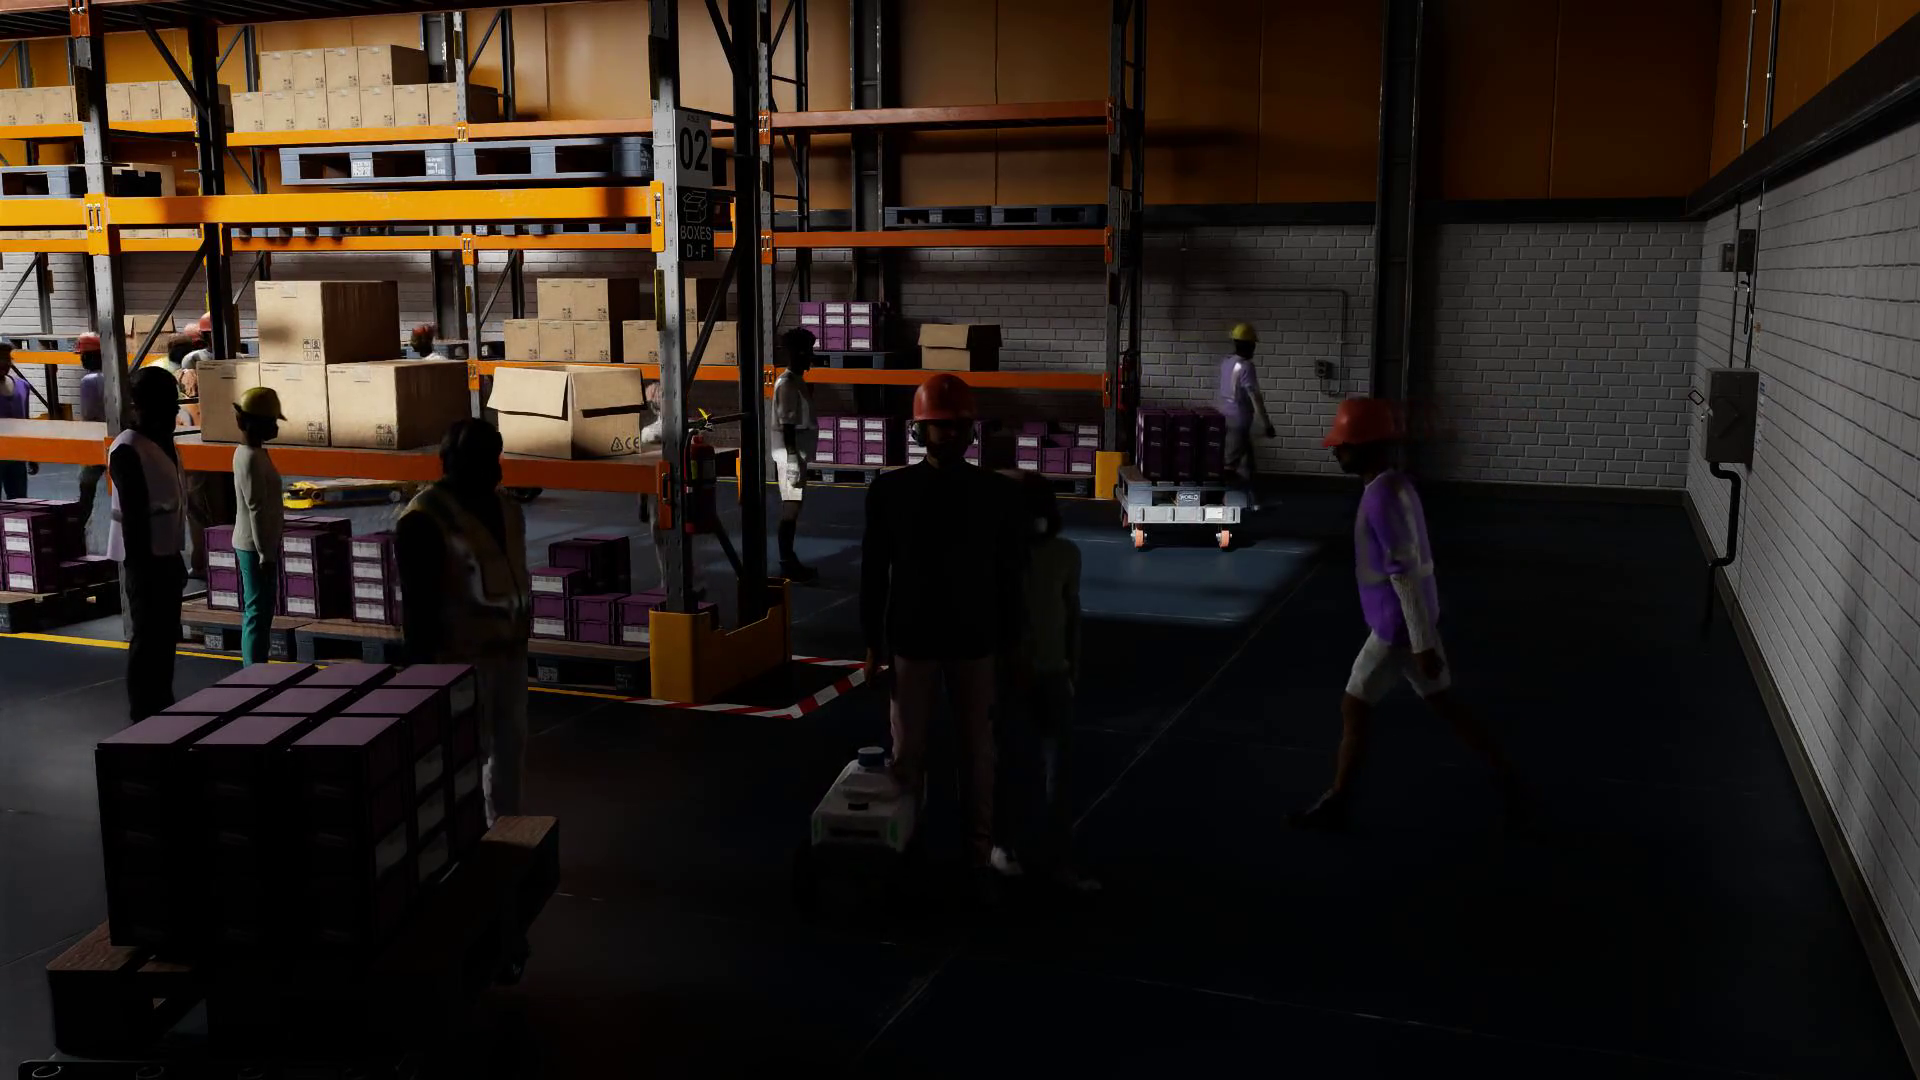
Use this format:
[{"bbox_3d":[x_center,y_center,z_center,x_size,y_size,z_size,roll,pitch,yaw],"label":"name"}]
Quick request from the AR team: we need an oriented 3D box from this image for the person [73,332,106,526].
[{"bbox_3d":[-7.289,-0.827,14.164,1.021,1.879,0.566,1,9,9],"label":"person"}]

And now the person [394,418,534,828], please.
[{"bbox_3d":[-1.925,0.433,6.432,0.596,1.827,0.633,4,10,21],"label":"person"}]

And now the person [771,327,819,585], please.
[{"bbox_3d":[-1.258,-0.645,12.744,0.363,1.962,0.612,0,9,-1],"label":"person"}]

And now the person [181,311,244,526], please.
[{"bbox_3d":[-6.636,-1.033,14.940,0.375,2.044,0.605,5,10,30],"label":"person"}]

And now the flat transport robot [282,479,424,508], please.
[{"bbox_3d":[-6.272,-0.512,17.214,1.431,0.197,0.652,-6,11,-35],"label":"flat transport robot"}]

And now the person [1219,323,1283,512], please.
[{"bbox_3d":[2.817,-1.171,16.313,0.857,1.884,0.595,-2,9,-11],"label":"person"}]

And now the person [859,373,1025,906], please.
[{"bbox_3d":[-0.066,0.378,6.215,0.622,1.996,0.370,0,9,-2],"label":"person"}]

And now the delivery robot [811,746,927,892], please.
[{"bbox_3d":[-0.337,1.031,6.339,0.477,0.478,0.707,1,9,7],"label":"delivery robot"}]

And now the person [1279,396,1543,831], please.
[{"bbox_3d":[1.923,0.336,6.913,1.032,1.878,0.589,4,10,21],"label":"person"}]

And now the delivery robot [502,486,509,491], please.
[{"bbox_3d":[-4.763,-0.719,17.333,0.707,0.478,0.477,-1,9,-4],"label":"delivery robot"}]

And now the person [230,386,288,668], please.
[{"bbox_3d":[-3.772,0.051,9.018,0.319,1.763,0.522,-4,10,-26],"label":"person"}]

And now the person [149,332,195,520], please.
[{"bbox_3d":[-7.627,-1.120,16.225,0.736,1.817,0.680,7,12,39],"label":"person"}]

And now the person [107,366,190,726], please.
[{"bbox_3d":[-3.980,0.104,8.196,0.370,1.915,0.597,-1,9,-9],"label":"person"}]

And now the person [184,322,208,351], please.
[{"bbox_3d":[-7.346,-1.208,16.512,0.816,1.903,0.565,2,9,13],"label":"person"}]

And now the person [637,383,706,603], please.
[{"bbox_3d":[-2.009,-0.274,11.451,0.360,1.623,0.547,6,11,34],"label":"person"}]

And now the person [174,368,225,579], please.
[{"bbox_3d":[-5.931,-0.517,12.954,0.313,1.642,0.513,4,10,22],"label":"person"}]

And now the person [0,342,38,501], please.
[{"bbox_3d":[-7.677,-0.669,13.306,0.388,1.836,0.563,3,10,18],"label":"person"}]

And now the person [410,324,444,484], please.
[{"bbox_3d":[-5.306,-1.215,16.617,0.477,1.867,0.617,-6,11,-33],"label":"person"}]

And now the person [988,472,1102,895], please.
[{"bbox_3d":[0.297,0.556,6.314,0.506,1.605,0.755,-3,10,-20],"label":"person"}]
